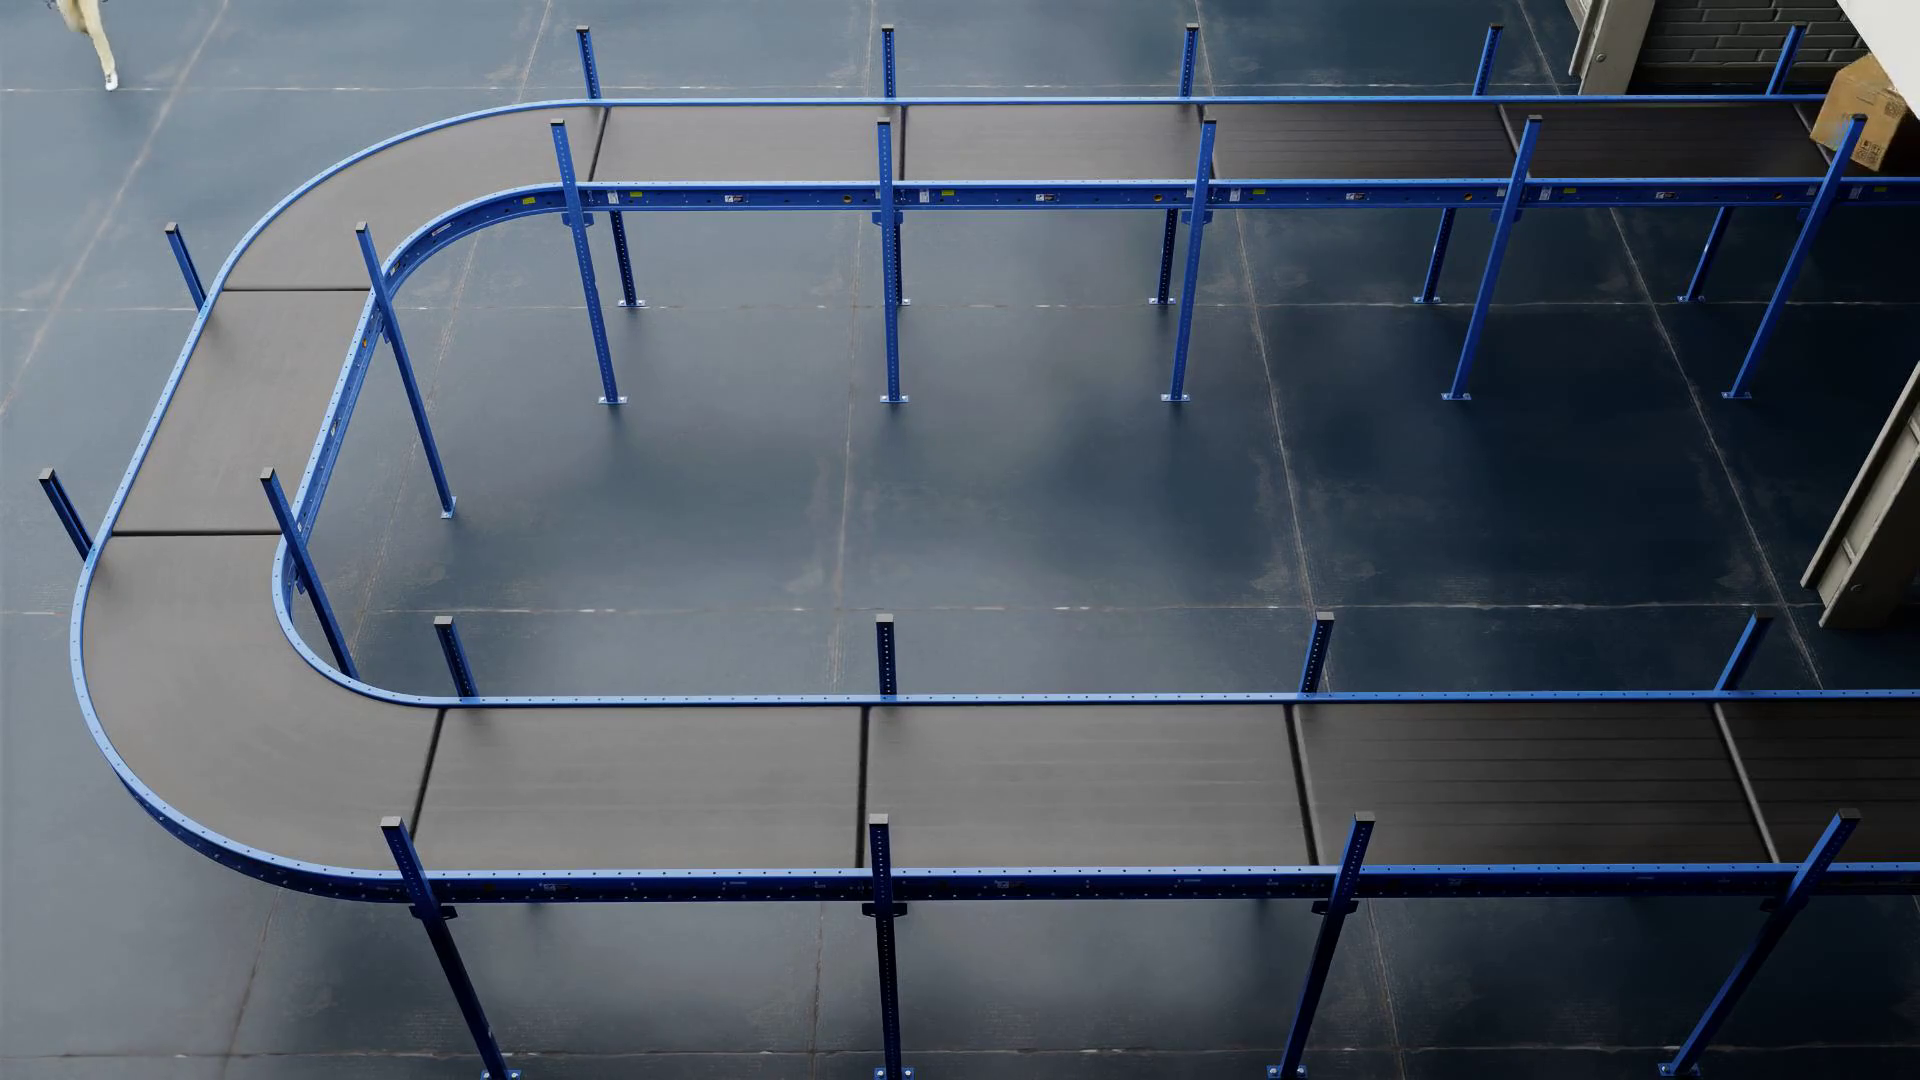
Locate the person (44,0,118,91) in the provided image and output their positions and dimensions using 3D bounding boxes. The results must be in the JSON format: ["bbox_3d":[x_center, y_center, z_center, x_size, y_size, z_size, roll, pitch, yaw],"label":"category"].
[{"bbox_3d":[-7.508,-4.685,14.550,0.508,1.613,0.680,-9,48,-8],"label":"person"}]
